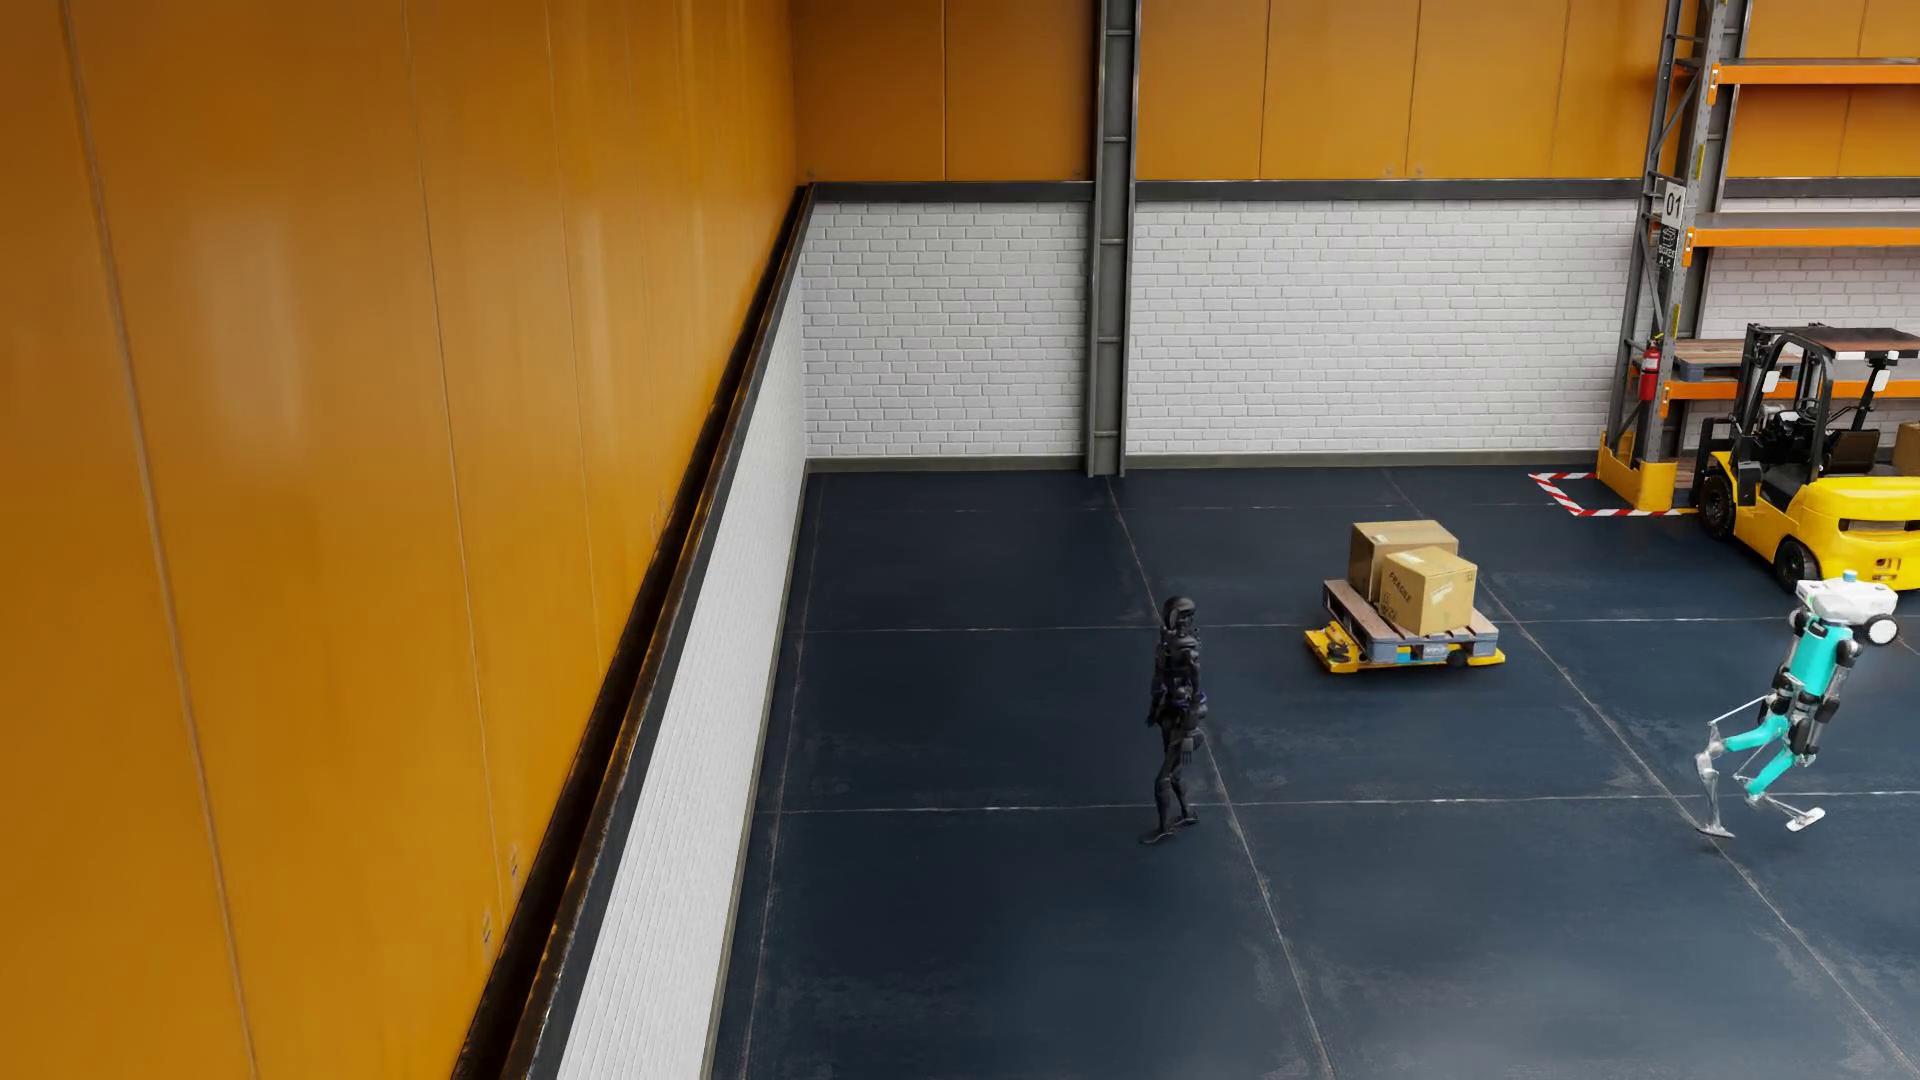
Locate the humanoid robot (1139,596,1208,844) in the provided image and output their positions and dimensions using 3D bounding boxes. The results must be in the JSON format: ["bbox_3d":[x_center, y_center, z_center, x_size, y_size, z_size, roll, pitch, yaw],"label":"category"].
[{"bbox_3d":[1.346,1.117,10.494,0.487,1.642,0.596,-7,21,-18],"label":"humanoid robot"}]

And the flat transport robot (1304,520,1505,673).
[{"bbox_3d":[3.556,0.816,13.339,1.431,0.231,0.659,-3,20,-7],"label":"flat transport robot"}]

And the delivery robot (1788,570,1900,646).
[{"bbox_3d":[7.286,0.544,13.677,0.807,0.603,0.499,2,20,5],"label":"delivery robot"}]

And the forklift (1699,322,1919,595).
[{"bbox_3d":[7.809,-0.792,14.926,1.214,2.155,2.313,-1,20,-2],"label":"forklift"}]

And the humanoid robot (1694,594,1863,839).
[{"bbox_3d":[4.986,1.160,10.281,1.055,1.701,0.534,-2,20,-7],"label":"humanoid robot"}]
